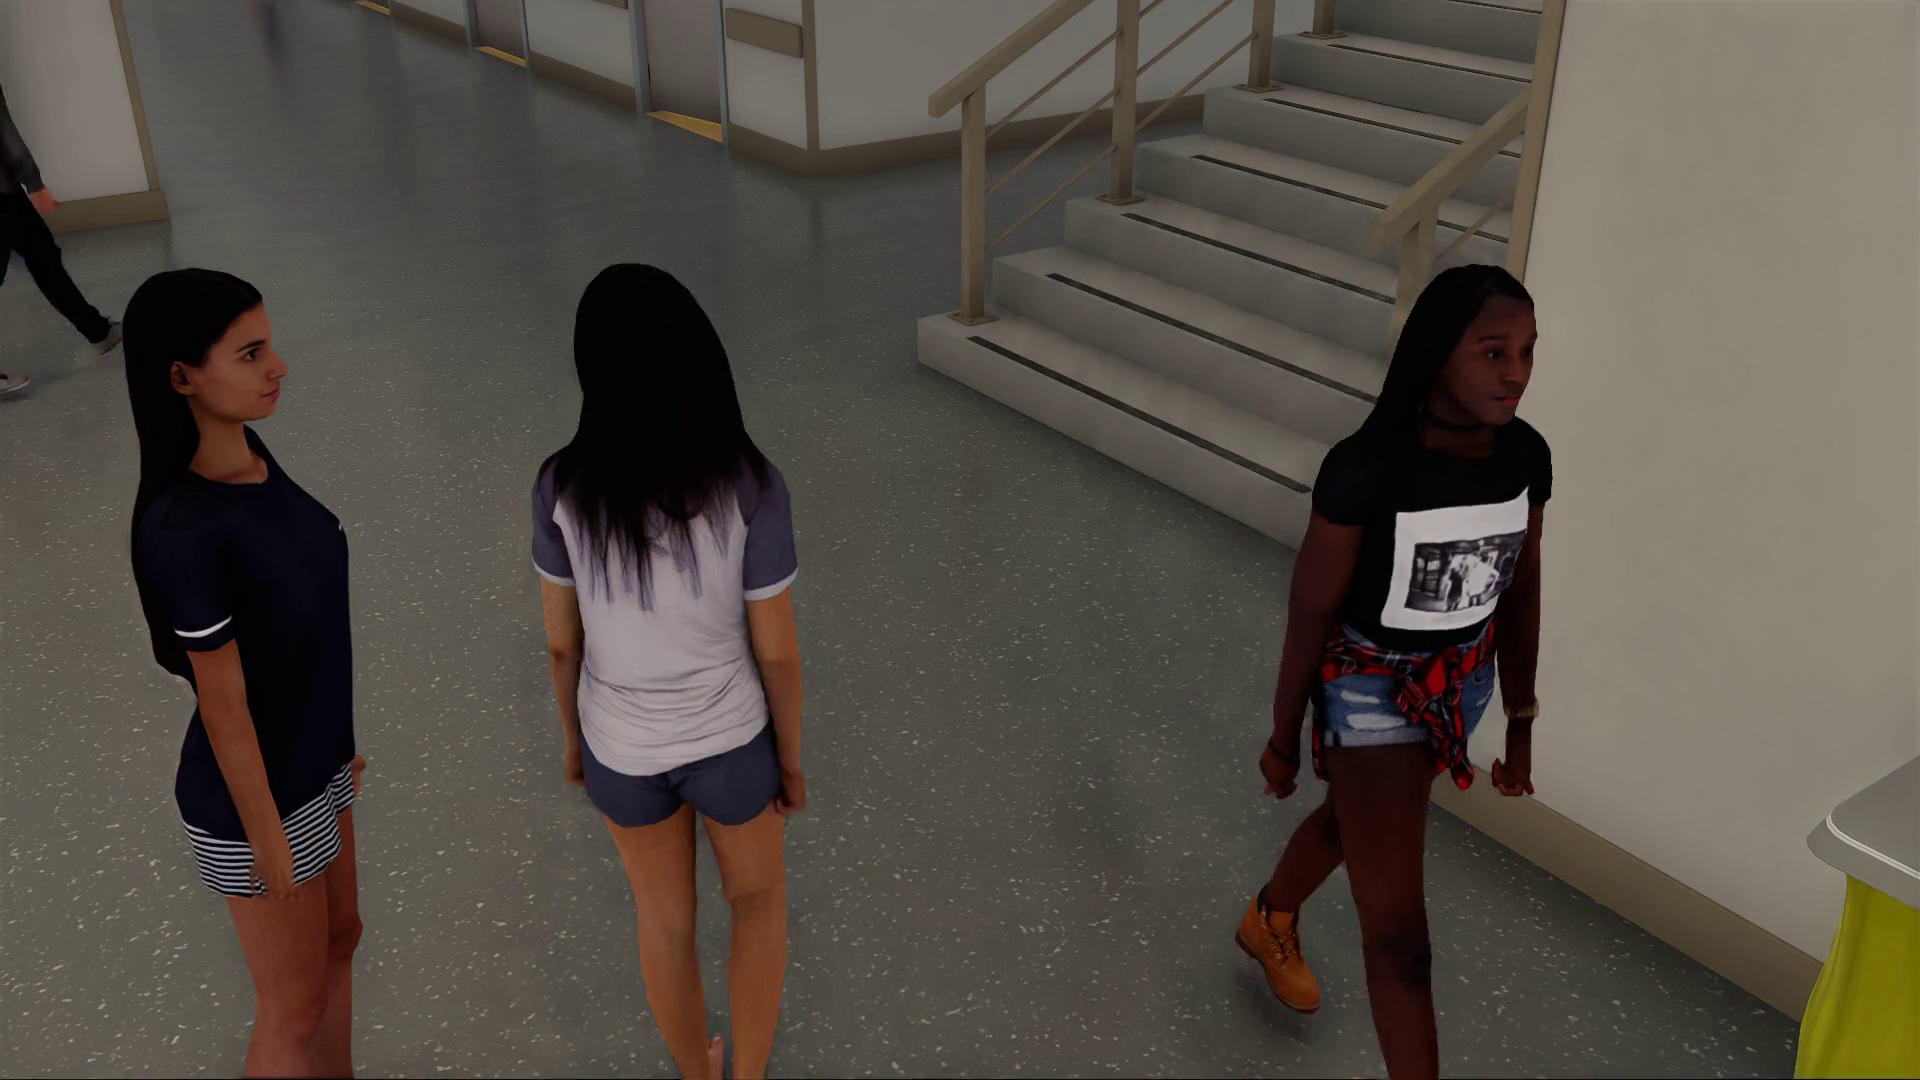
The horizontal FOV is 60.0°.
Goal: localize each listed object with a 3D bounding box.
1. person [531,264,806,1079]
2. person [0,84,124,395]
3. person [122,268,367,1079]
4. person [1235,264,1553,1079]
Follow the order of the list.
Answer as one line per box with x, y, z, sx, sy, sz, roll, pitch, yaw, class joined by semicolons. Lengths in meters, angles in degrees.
-0.479;0.405;2.827;0.774;1.717;0.816;-2;26;-4;person
-3.917;-1.385;6.536;1.111;1.719;0.749;-23;34;-39;person
-1.154;0.403;2.778;0.669;1.764;0.648;-3;26;-6;person
0.750;0.323;3.062;1.191;1.660;0.805;-11;28;-22;person
